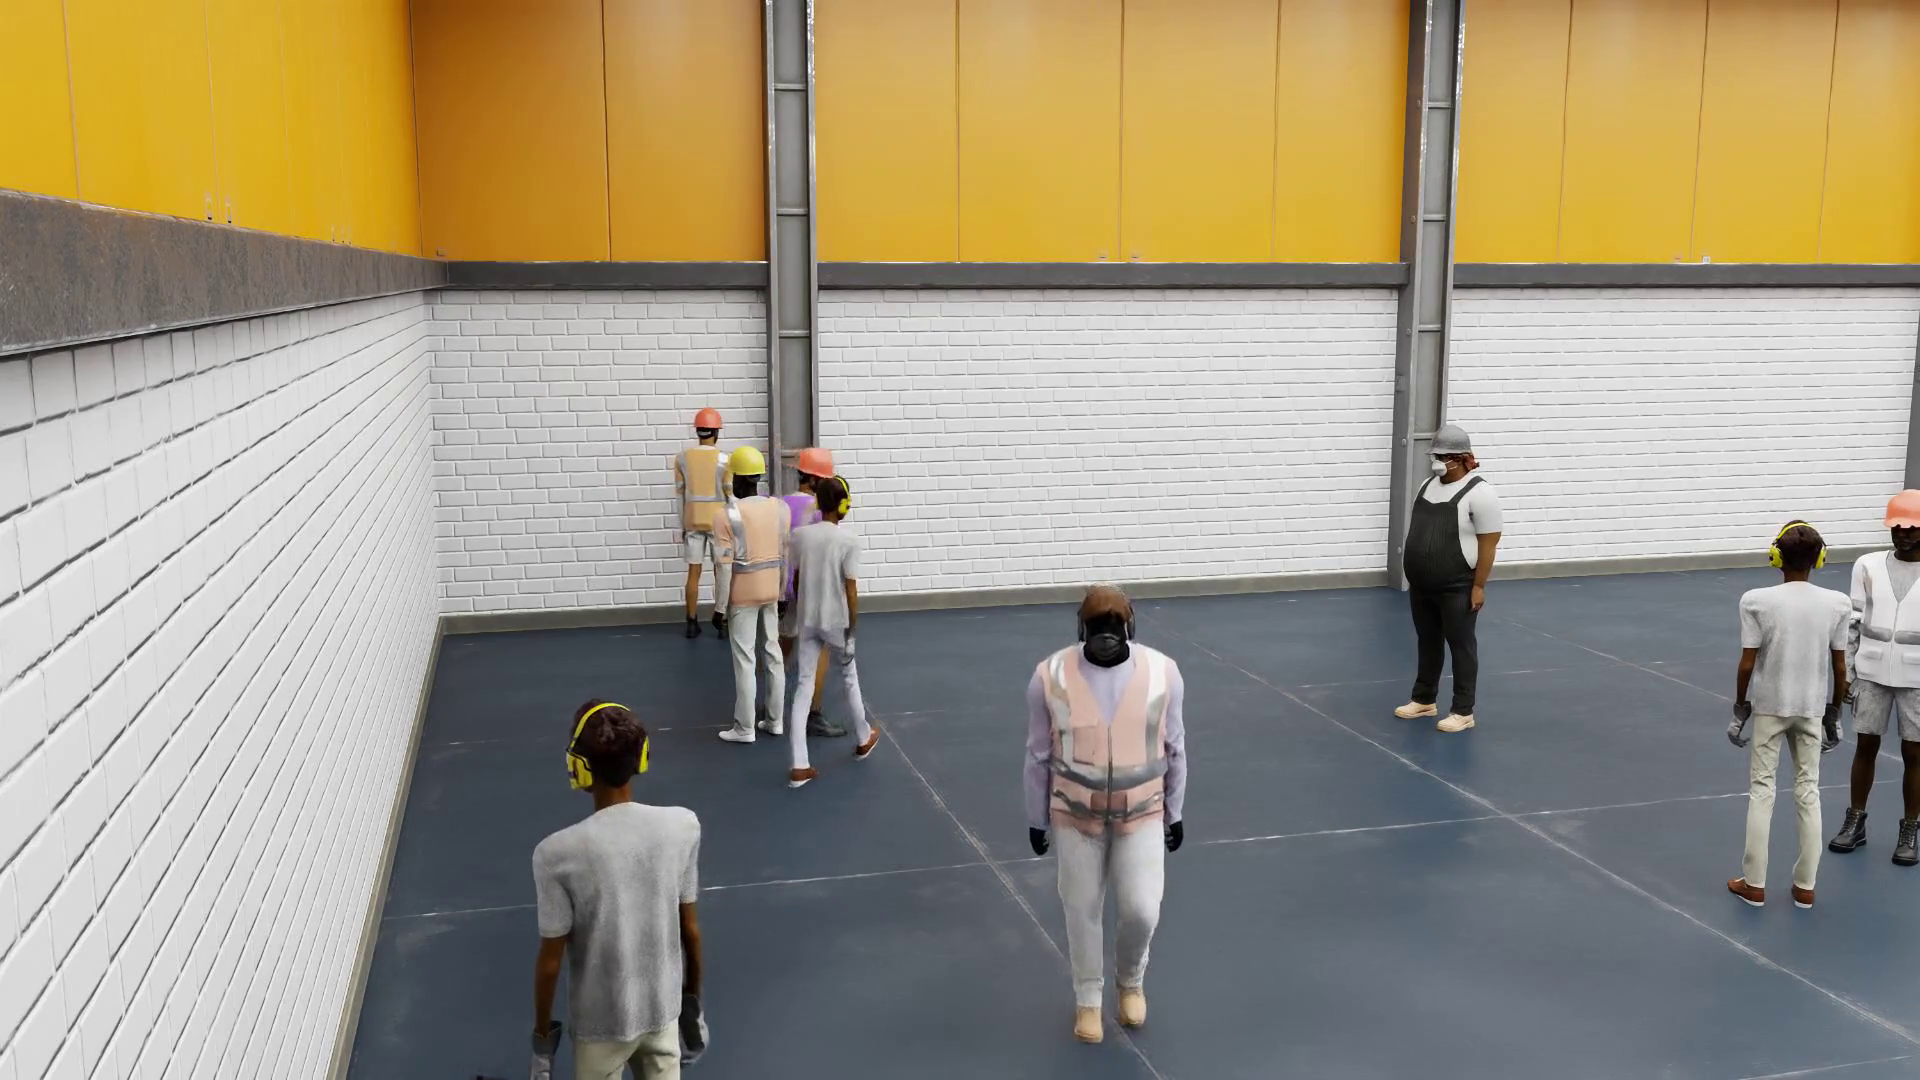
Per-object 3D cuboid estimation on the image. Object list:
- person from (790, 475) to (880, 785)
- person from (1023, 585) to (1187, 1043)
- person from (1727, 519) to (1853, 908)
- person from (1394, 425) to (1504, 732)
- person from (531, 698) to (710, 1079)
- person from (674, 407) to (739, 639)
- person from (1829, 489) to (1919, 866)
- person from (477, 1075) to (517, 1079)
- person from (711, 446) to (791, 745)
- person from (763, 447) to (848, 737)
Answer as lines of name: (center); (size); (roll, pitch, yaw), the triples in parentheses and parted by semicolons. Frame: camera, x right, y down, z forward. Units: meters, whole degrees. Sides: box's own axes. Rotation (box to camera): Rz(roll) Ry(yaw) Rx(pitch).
person: (-0.801, 0.519, 10.091); (0.522, 1.815, 0.960); (3, 10, 19)
person: (0.566, 1.080, 6.526); (0.649, 1.831, 0.441); (0, 9, 2)
person: (3.954, 0.830, 7.958); (0.512, 1.877, 0.328); (2, 9, 10)
person: (3.214, 0.245, 11.095); (0.539, 2.000, 0.688); (-5, 10, -29)
person: (-0.954, 1.362, 4.673); (0.528, 1.867, 0.336); (-6, 11, -34)
person: (-2.091, -0.139, 13.828); (0.545, 1.934, 0.379); (1, 9, 9)
person: (4.829, 0.700, 8.573); (0.544, 1.939, 0.354); (8, 12, 41)
person: (-0.690, 1.675, 2.532); (0.520, 1.921, 0.621); (5, 11, 30)
person: (-1.353, 0.355, 10.750); (0.588, 1.930, 0.364); (-9, 13, -44)
person: (-1.057, 0.326, 11.094); (0.424, 1.898, 0.846); (-8, 12, -42)
